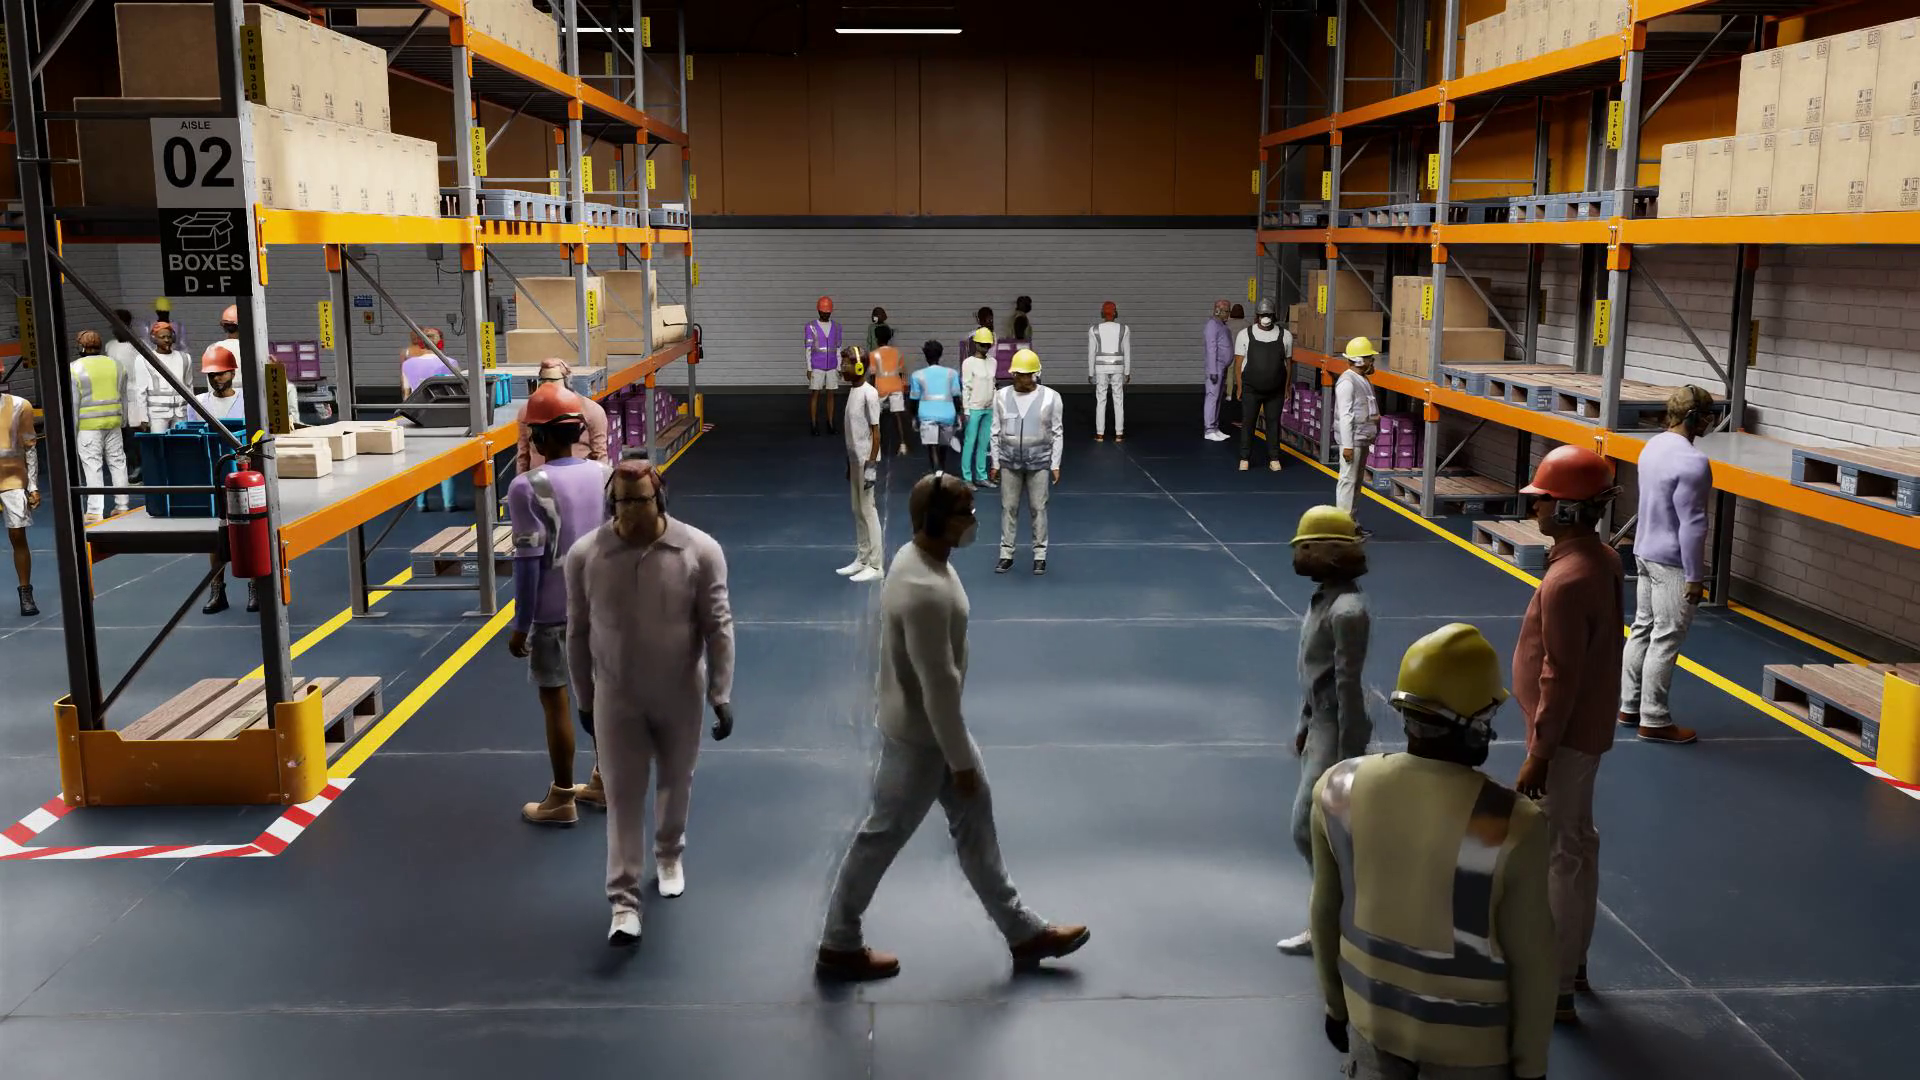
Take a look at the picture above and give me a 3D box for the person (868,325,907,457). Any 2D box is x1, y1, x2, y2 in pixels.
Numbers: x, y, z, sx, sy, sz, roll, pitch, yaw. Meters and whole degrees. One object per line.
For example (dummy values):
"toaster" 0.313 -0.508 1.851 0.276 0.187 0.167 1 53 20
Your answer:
"person" -0.913 -1.867 20.857 0.537 1.648 0.907 -5 11 -26

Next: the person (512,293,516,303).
"person" -6.323 -2.667 24.351 0.391 1.989 0.610 -5 11 -27

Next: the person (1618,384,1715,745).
"person" 3.819 0.128 8.943 0.357 1.931 0.628 0 10 1

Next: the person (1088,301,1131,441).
"person" 2.008 -2.261 22.373 0.574 1.887 0.355 1 10 3

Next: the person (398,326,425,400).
"person" -6.929 -1.945 21.399 0.527 1.605 0.810 -3 11 -16

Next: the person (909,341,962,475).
"person" -0.265 -1.286 17.595 0.543 1.633 0.927 -3 10 -14

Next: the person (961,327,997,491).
"person" 0.232 -1.414 17.995 0.327 1.765 0.529 10 14 43

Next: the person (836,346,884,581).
"person" -0.789 -0.604 13.202 0.309 1.864 0.535 -4 11 -22

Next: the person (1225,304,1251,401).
"person" 4.675 -3.165 28.109 0.498 1.634 0.280 1 10 6

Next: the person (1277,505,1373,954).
"person" 1.387 0.732 6.203 0.341 1.708 0.547 0 10 1

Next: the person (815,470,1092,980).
"person" -0.059 0.687 5.962 1.037 1.880 0.654 0 10 2

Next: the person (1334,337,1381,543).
"person" 3.568 -0.905 14.953 0.404 1.836 0.600 5 11 28

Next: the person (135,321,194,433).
"person" -7.988 -1.256 16.780 0.337 1.882 0.584 8 13 39

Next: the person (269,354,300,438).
"person" -6.562 -1.003 16.096 0.548 1.615 0.548 3 10 14

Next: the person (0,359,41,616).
"person" -6.869 -0.401 11.864 0.543 1.939 0.360 -5 11 -27

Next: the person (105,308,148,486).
"person" -9.160 -1.560 18.262 0.645 1.953 0.457 4 11 22

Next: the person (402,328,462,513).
"person" -5.206 -1.173 16.463 0.567 1.837 0.387 -1 10 -3

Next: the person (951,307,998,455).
"person" 0.232 -1.973 20.777 0.683 1.888 0.613 5 11 25

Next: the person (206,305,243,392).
"person" -7.254 -1.340 16.803 0.614 2.042 0.373 1 10 7

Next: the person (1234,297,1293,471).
"person" 3.563 -1.819 19.482 0.683 2.000 0.537 0 10 2

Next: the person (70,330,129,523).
"person" -8.277 -1.084 15.941 0.429 1.844 0.622 6 12 30

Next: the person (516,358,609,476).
"person" -2.739 -0.304 11.461 0.647 1.900 0.395 1 10 5

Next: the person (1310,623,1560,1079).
"person" 1.093 1.093 3.832 0.588 1.835 0.403 9 14 42

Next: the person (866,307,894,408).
"person" -1.301 -2.951 26.920 0.508 1.632 0.265 6 12 31

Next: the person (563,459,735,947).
"person" -1.206 0.610 6.476 0.646 1.844 1.030 -2 10 -10

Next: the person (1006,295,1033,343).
"person" 0.859 -3.064 27.037 0.665 1.822 0.649 -1 10 -8

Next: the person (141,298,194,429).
"person" -10.969 -2.393 23.059 0.609 1.895 0.860 -6 12 -31

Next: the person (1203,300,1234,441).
"person" 3.514 -2.302 22.567 0.403 1.901 0.637 4 11 21

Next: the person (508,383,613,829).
"person" -1.835 0.301 7.659 0.374 2.042 0.615 7 12 34

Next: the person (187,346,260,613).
"person" -5.295 -0.432 12.044 0.542 1.938 0.357 -2 10 -10

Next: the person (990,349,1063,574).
"person" 0.532 -0.627 13.443 0.592 1.825 0.404 2 10 13

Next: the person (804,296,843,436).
"person" -1.876 -2.408 23.074 0.543 1.928 0.370 -5 11 -25

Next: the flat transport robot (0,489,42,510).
"flat transport robot" -10.123 -0.437 16.714 1.431 0.197 0.652 0 10 1

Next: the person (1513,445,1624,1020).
"person" 2.088 0.663 5.782 0.377 1.995 0.612 6 12 31
